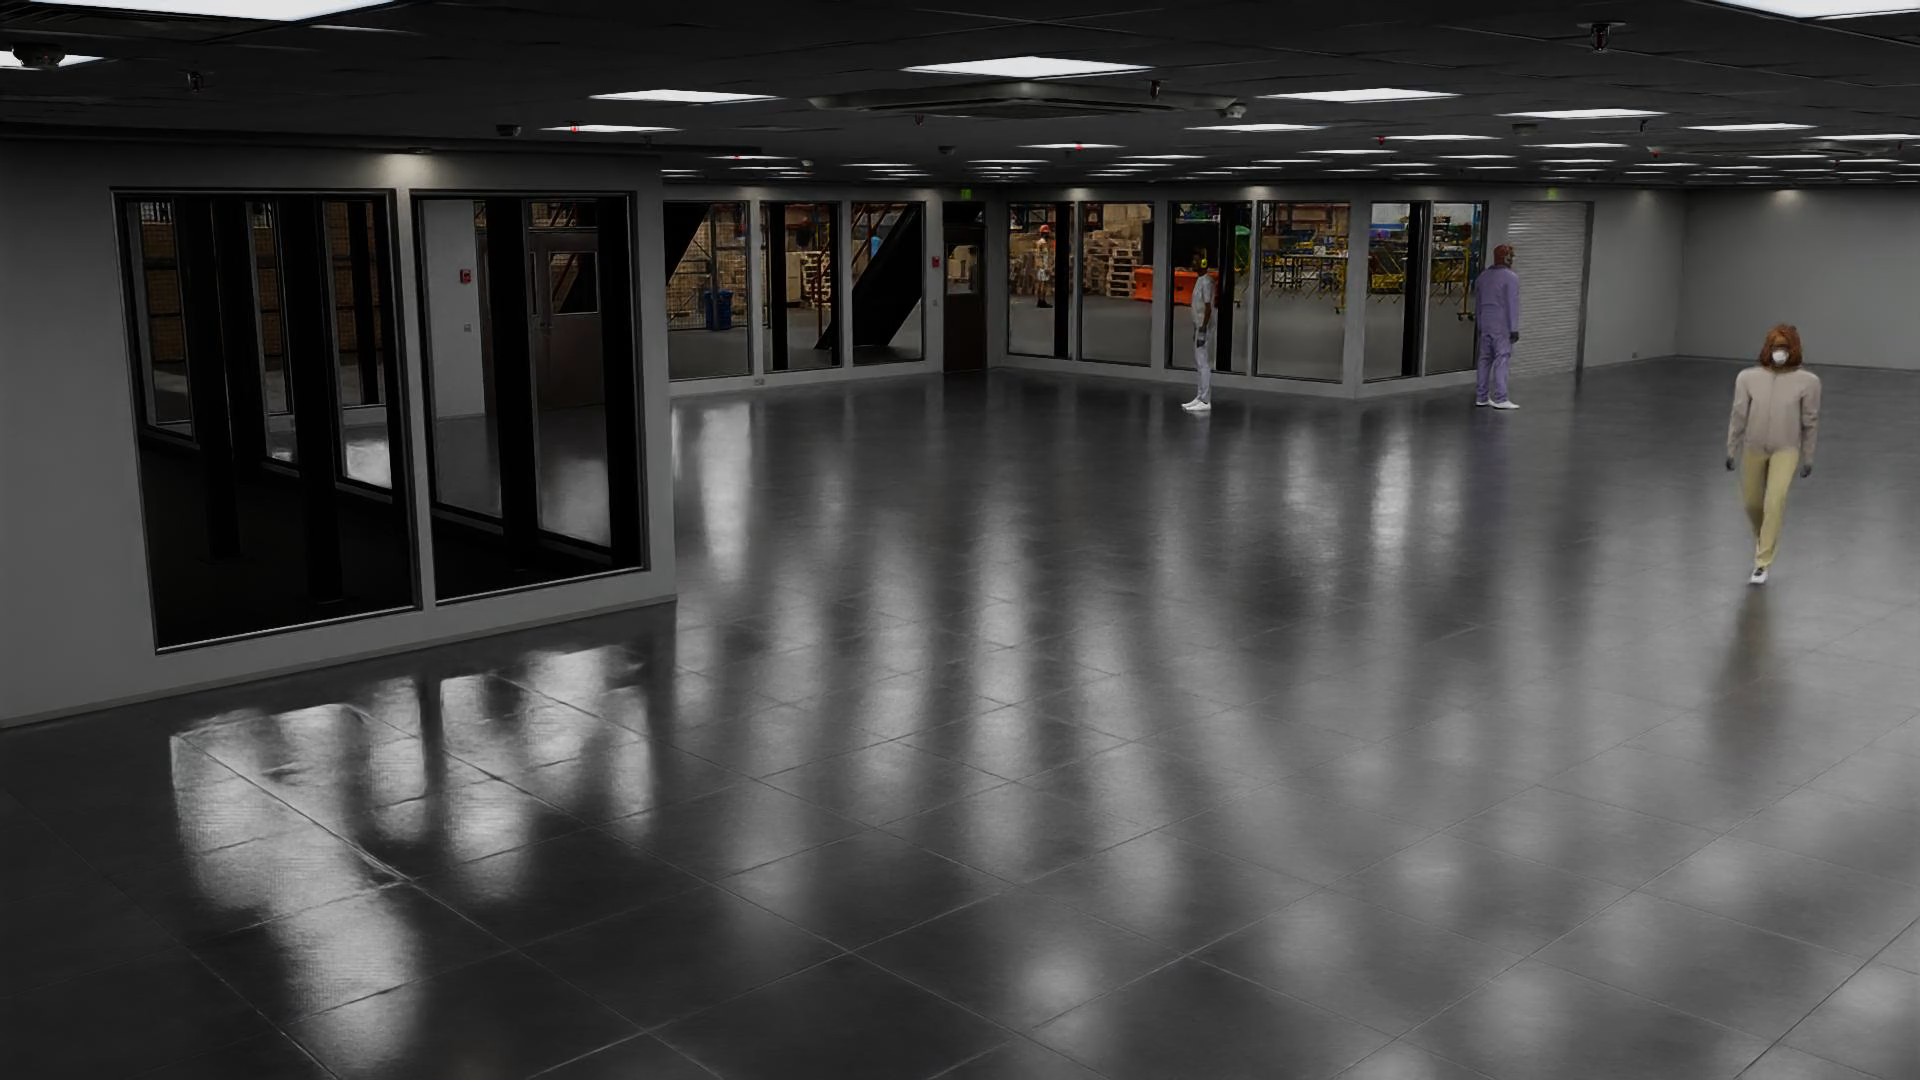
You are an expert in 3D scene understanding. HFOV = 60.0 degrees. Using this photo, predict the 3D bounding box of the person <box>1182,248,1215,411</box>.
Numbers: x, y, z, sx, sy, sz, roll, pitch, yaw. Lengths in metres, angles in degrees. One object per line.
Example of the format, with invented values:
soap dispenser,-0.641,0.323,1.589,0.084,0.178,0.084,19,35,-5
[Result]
person,2.773,-2.431,19.231,0.325,1.876,0.521,0,11,0

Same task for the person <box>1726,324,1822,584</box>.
person,5.139,-0.564,10.509,0.506,1.609,0.705,9,14,38

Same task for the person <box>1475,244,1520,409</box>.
person,6.304,-2.486,19.416,0.406,1.911,0.638,-5,12,-23
